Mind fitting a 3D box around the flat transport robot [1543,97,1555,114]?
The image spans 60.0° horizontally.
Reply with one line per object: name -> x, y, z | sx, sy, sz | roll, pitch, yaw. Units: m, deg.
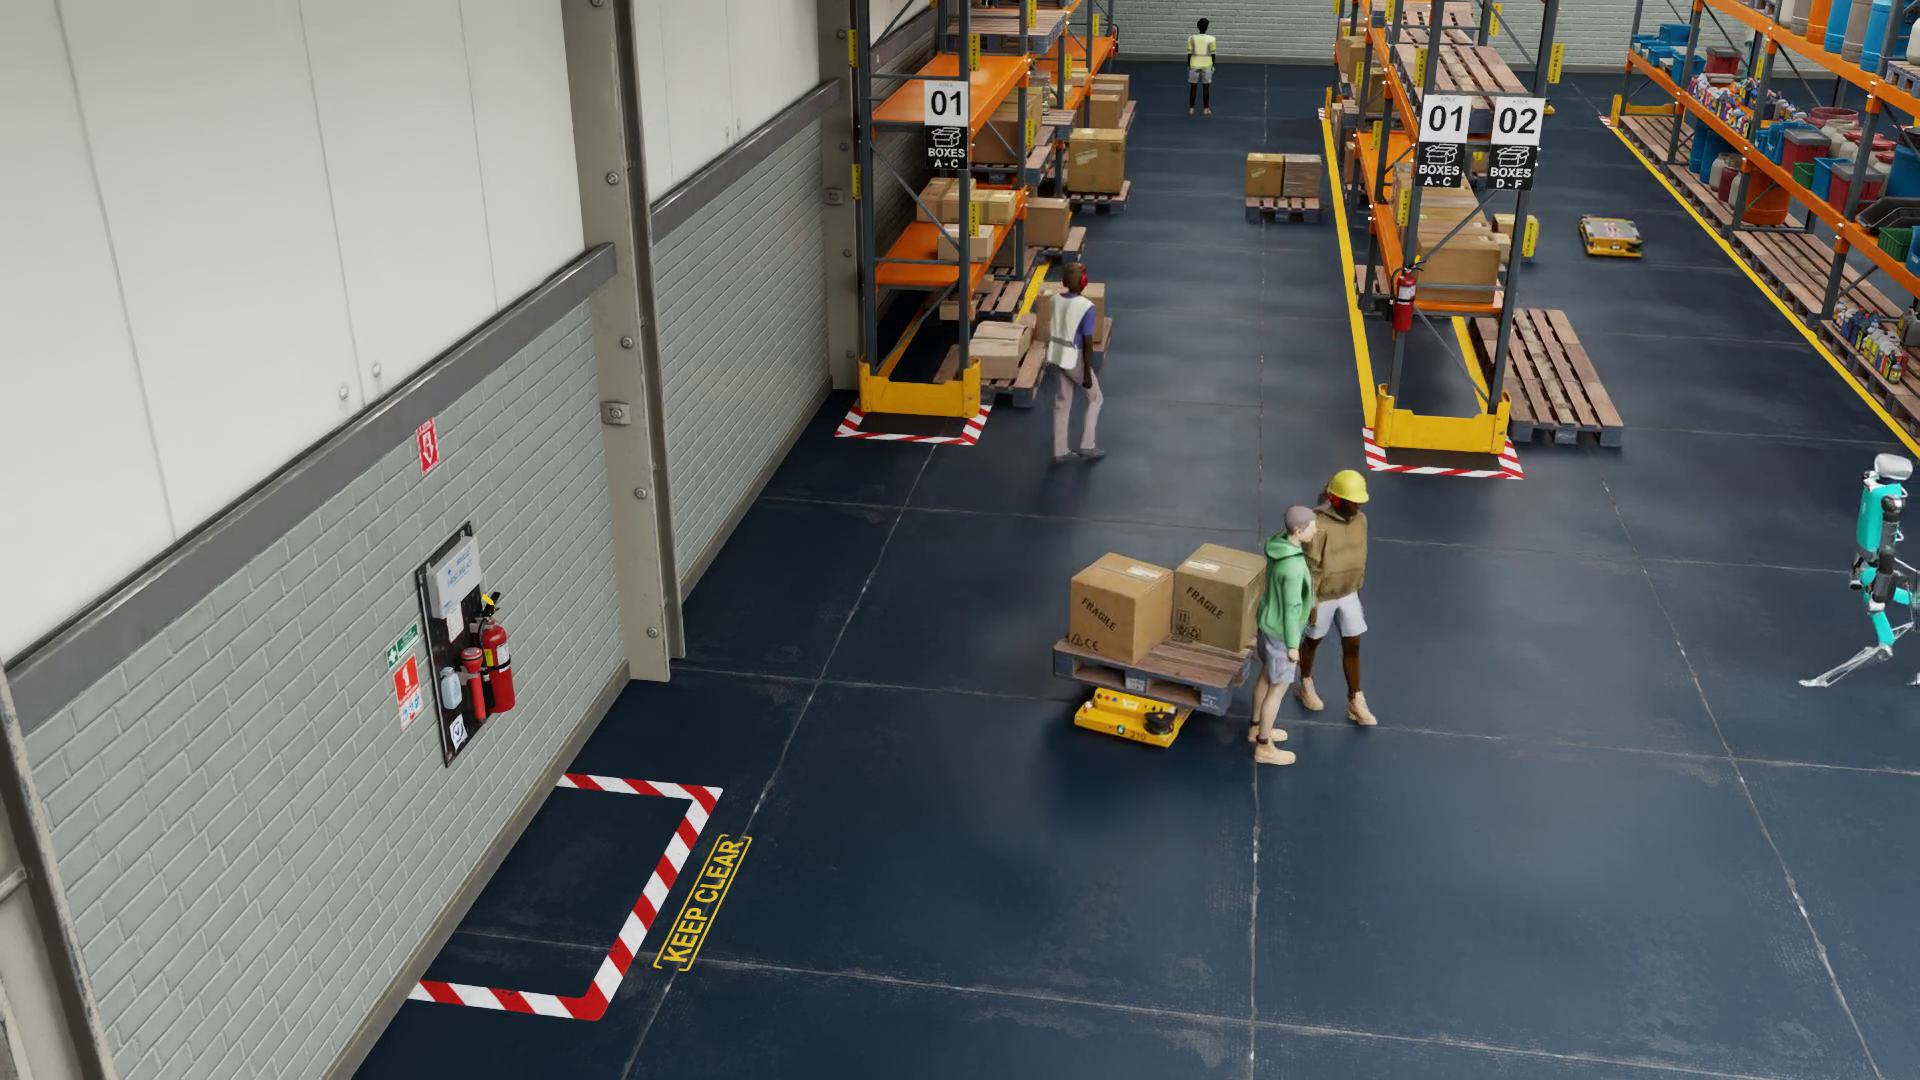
flat transport robot -> 10.070, -7.939, 30.350 | 1.431, 0.231, 0.659 | 4, 25, 9

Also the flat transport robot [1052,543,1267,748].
flat transport robot -> 1.351, 0.936, 11.354 | 0.659, 0.231, 1.431 | 12, 27, 23

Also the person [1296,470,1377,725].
person -> 2.469, 0.391, 10.783 | 0.558, 1.737, 0.703 | -9, 27, -19

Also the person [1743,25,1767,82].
person -> 15.589, -9.725, 32.417 | 0.499, 1.748, 0.555 | -7, 26, -15

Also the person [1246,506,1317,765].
person -> 2.001, 0.583, 10.386 | 0.315, 1.734, 0.478 | -1, 25, -2

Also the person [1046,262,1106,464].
person -> 1.060, -1.582, 14.910 | 0.649, 1.814, 0.600 | -19, 31, -35

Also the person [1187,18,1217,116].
person -> 4.322, -8.480, 29.823 | 0.531, 1.692, 0.319 | 7, 26, 14

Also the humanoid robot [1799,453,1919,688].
humanoid robot -> 6.348, 0.289, 11.093 | 1.049, 1.783, 0.531 | 4, 25, 8

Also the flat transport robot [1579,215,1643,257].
flat transport robot -> 8.570, -4.003, 21.925 | 0.659, 0.231, 1.431 | 6, 26, 13
